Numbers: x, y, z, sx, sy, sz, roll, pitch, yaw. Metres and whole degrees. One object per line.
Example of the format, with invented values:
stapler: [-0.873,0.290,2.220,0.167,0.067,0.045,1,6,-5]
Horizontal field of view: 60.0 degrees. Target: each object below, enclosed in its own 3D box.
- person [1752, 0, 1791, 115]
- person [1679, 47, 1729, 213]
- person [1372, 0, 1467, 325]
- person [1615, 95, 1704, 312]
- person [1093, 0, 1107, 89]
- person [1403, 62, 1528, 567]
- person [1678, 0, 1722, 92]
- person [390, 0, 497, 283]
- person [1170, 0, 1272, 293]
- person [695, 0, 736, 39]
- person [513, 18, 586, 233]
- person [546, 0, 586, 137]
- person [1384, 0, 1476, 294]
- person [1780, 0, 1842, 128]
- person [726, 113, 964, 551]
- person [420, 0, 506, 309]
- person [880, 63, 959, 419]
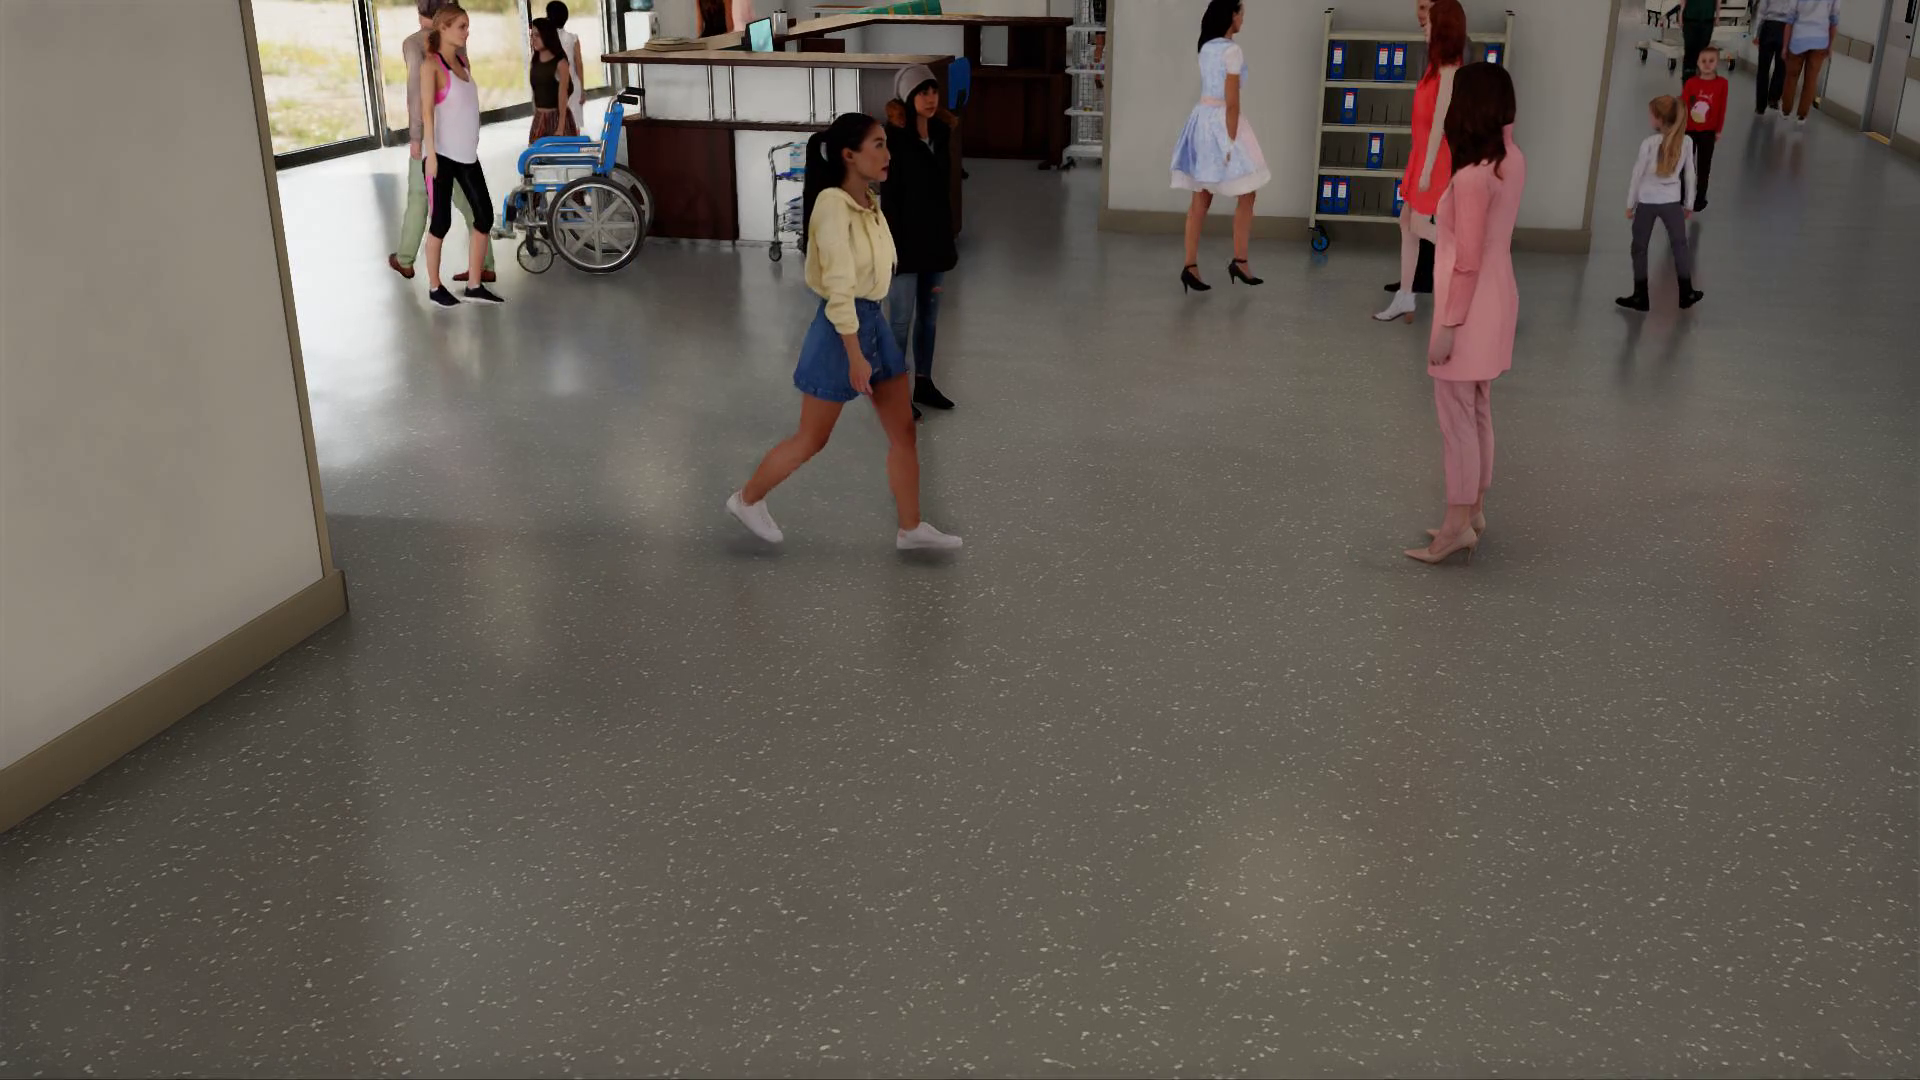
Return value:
person: [9.594,-5.924,19.528,0.621,1.801,0.770,9,22,21]
person: [5.889,-3.262,13.283,0.859,1.246,0.596,7,22,17]
person: [2.743,-2.082,9.372,0.968,1.810,0.694,3,21,7]
person: [4.205,-1.991,9.908,0.515,1.261,0.793,5,21,12]
person: [1.991,-6.940,22.437,0.674,1.640,0.738,17,27,38]
person: [1.842,-0.785,5.960,0.653,1.801,0.678,15,25,34]
person: [9.789,-6.886,22.050,0.991,1.813,0.783,3,21,8]
person: [-3.172,-2.507,10.464,1.139,1.831,0.938,11,23,27]
person: [1.505,-2.415,10.278,0.998,1.790,0.927,-11,23,-26]
person: [-2.457,-4.789,16.501,0.793,1.822,0.656,7,22,17]
person: [-2.955,-3.067,12.359,0.937,1.536,0.736,10,23,24]
person: [-3.487,-3.915,14.592,0.911,1.539,0.839,-3,21,-9]
person: [3.034,-2.435,10.212,1.143,1.874,1.012,-6,22,-16]
person: [9.274,-5.396,18.161,1.104,1.782,0.827,8,22,19]
person: [-0.478,-0.691,6.000,1.122,1.596,0.673,7,22,18]
person: [-3.091,-2.261,9.916,0.815,1.758,0.803,10,23,24]
person: [-0.200,-1.411,7.847,0.753,1.634,0.733,18,28,40]
